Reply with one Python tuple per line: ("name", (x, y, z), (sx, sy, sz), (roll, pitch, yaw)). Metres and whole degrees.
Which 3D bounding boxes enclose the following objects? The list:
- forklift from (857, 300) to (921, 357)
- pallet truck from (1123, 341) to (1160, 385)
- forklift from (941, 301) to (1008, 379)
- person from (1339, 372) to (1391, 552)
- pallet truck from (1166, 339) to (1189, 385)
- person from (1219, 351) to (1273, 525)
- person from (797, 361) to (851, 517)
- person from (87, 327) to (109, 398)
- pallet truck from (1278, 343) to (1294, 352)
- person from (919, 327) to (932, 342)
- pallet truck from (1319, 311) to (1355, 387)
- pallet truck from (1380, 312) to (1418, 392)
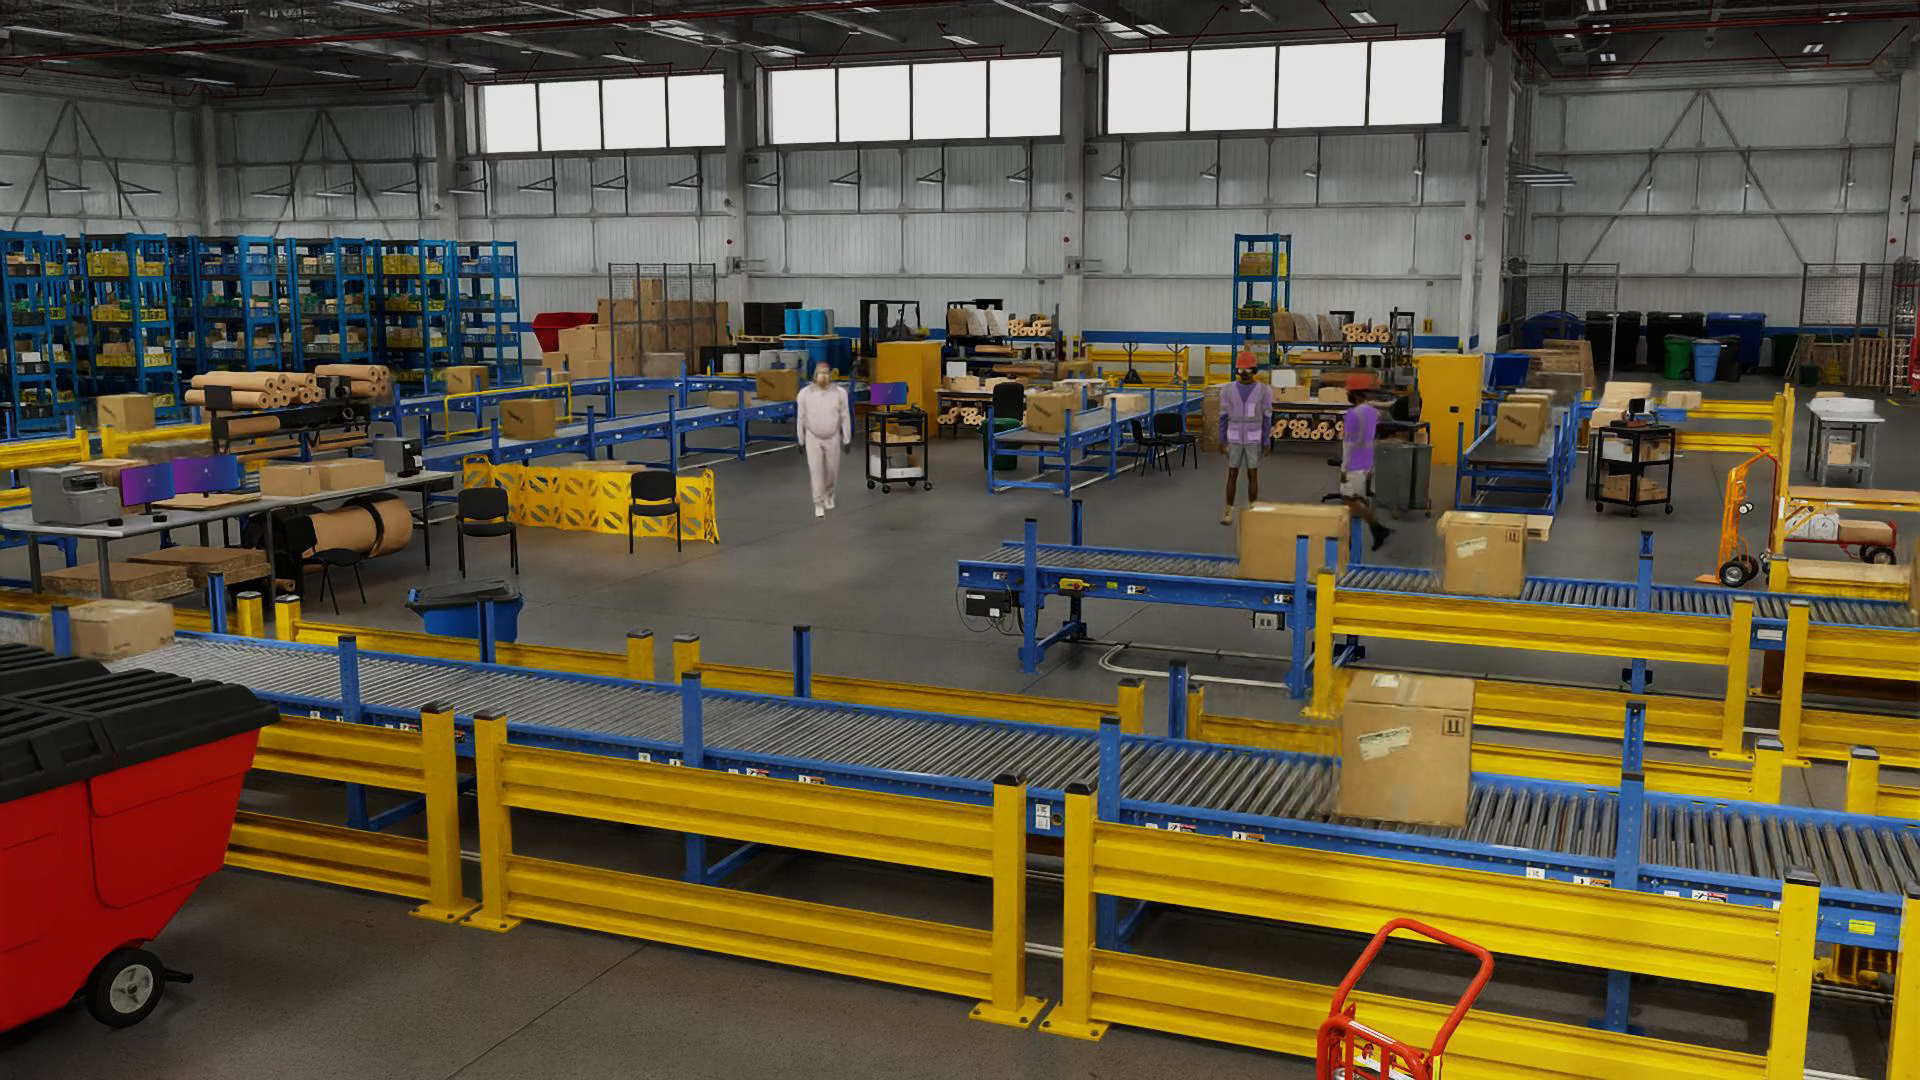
("forklift", (-1.732, -5.109, 42.468), (1.157, 1.987, 2.680), (4, 10, 22))
("pallet truck", (4.445, -4.380, 41.279), (0.680, 1.201, 1.601), (4, 10, 22))
("forklift", (0.365, -4.966, 41.571), (1.157, 1.987, 2.680), (3, 10, 20))
("person", (4.227, -0.803, 17.518), (0.677, 1.919, 0.552), (8, 12, 39))
("pallet truck", (5.418, -4.269, 40.420), (0.704, 1.261, 1.522), (3, 10, 20))
("person", (3.324, -1.178, 19.412), (0.607, 2.045, 0.390), (3, 10, 17))
("person", (-1.673, -1.259, 20.406), (0.644, 1.886, 0.875), (-1, 9, -8))
("person", (-18.892, -3.991, 36.700), (0.652, 1.955, 0.934), (9, 13, 43))
("pallet truck", (7.886, -4.163, 39.743), (0.653, 1.274, 1.630), (4, 10, 22))
("person", (-0.748, -3.617, 35.081), (0.356, 1.752, 0.530), (-2, 10, -11))
("pallet truck", (9.071, -4.419, 39.190), (0.823, 1.965, 1.885), (5, 10, 26))
("pallet truck", (10.207, -4.283, 38.369), (0.823, 1.965, 1.885), (3, 10, 20))
